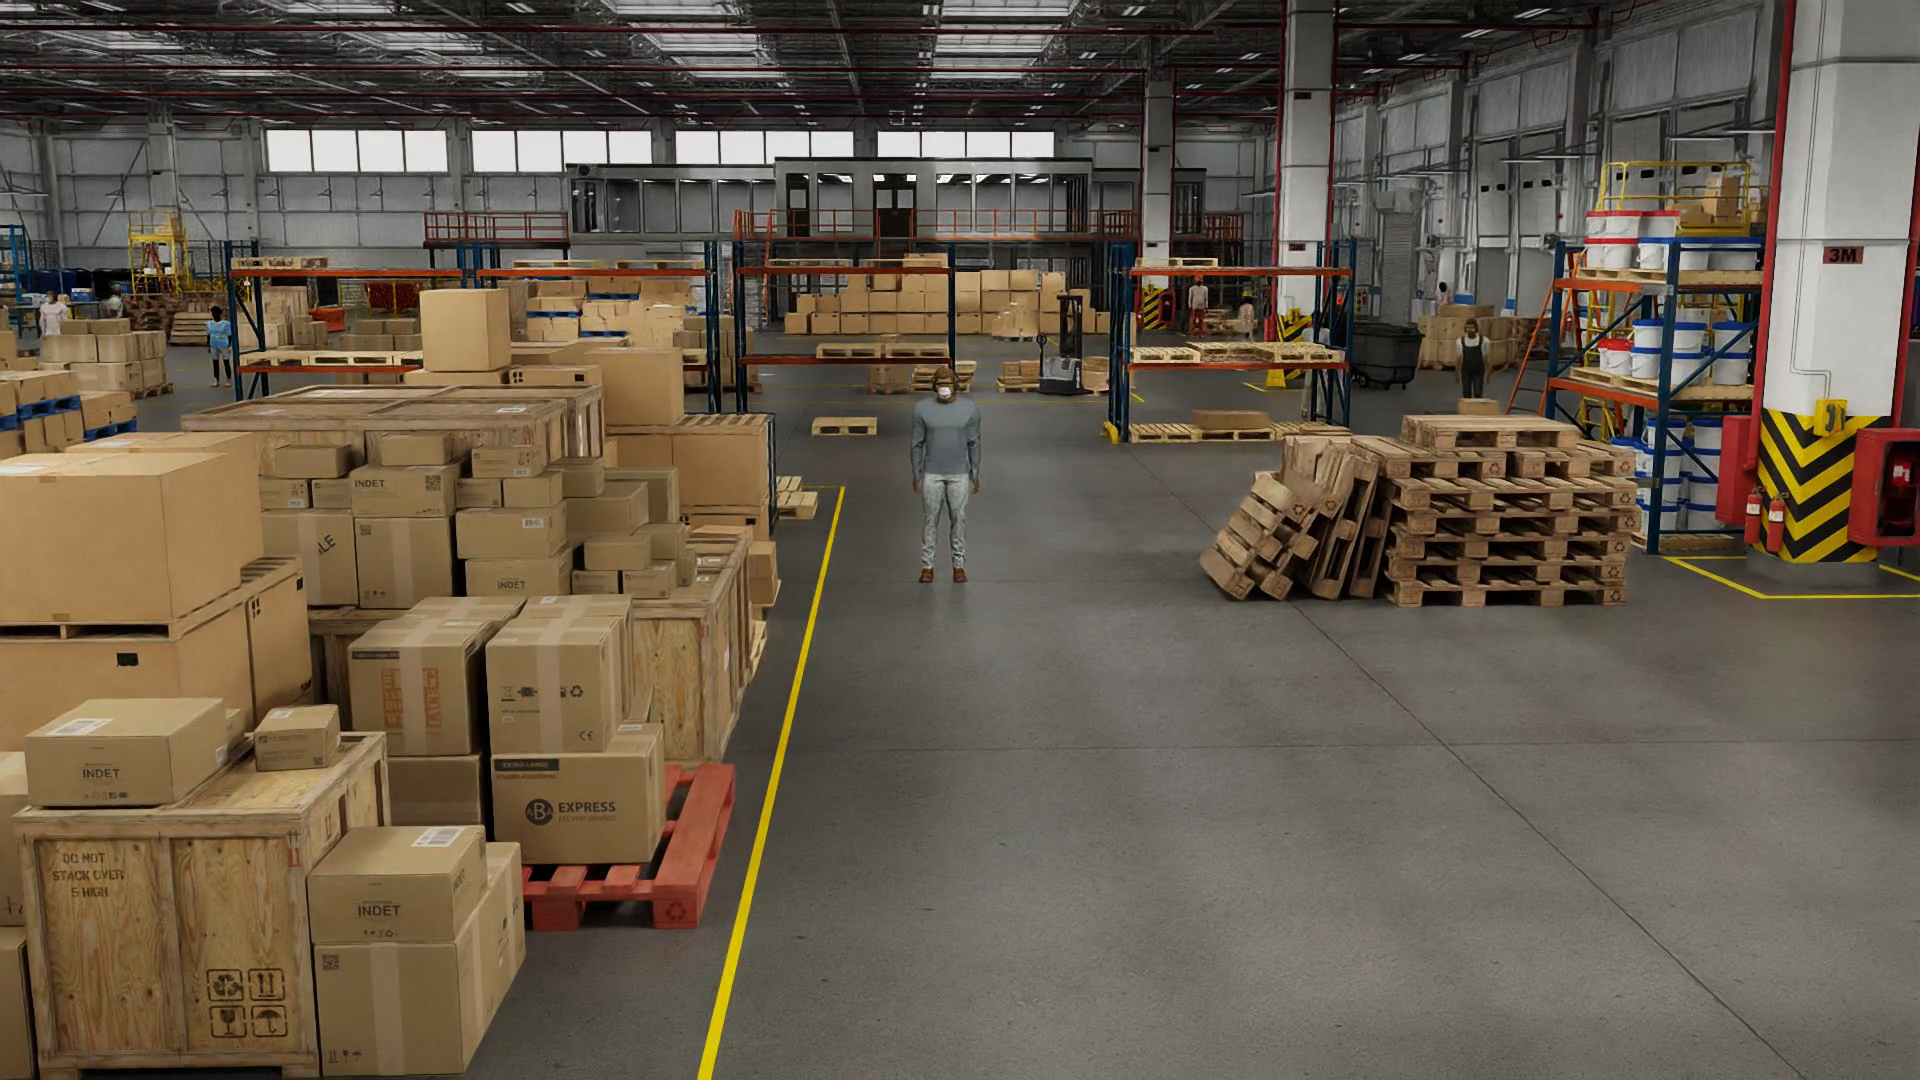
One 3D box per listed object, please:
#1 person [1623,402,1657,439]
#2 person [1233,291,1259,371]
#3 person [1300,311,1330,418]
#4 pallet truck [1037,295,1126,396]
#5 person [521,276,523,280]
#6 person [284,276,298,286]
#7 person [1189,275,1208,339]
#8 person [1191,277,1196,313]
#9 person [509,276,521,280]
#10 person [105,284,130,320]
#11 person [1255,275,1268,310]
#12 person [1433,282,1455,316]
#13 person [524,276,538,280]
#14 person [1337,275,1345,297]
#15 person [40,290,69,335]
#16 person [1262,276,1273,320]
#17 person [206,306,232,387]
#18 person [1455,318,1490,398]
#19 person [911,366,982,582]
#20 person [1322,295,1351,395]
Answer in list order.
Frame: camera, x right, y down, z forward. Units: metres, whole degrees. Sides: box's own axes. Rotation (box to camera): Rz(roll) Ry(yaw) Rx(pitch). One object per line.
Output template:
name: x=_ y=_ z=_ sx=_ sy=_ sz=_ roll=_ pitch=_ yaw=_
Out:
person: x=8.526 y=-1.547 z=20.768 sx=0.488 sy=1.743 sz=0.319 roll=0 pitch=10 yaw=0
person: x=6.796 y=-4.909 z=39.153 sx=0.853 sy=1.860 sz=0.671 roll=-4 pitch=11 yaw=-20
person: x=6.126 y=-3.027 z=28.661 sx=0.514 sy=1.871 sz=0.327 roll=0 pitch=10 yaw=0
pallet truck: x=2.483 y=-3.881 z=33.060 sx=1.885 sy=1.965 sz=0.823 roll=-7 pitch=13 yaw=-36
person: x=-21.568 y=-12.440 z=80.941 sx=0.590 sy=1.926 sz=0.388 roll=0 pitch=10 yaw=0
person: x=-28.481 y=-10.593 z=70.773 sx=0.576 sy=1.881 sz=0.354 roll=0 pitch=10 yaw=0
person: x=7.464 y=-7.291 z=52.064 sx=0.613 sy=1.994 sz=0.395 roll=0 pitch=10 yaw=0
person: x=8.736 y=-8.890 z=61.708 sx=0.499 sy=1.718 sz=0.557 roll=6 pitch=12 yaw=29
person: x=-19.875 y=-11.247 z=74.271 sx=0.548 sy=1.934 sz=0.376 roll=0 pitch=10 yaw=0
person: x=-20.925 y=-5.380 z=41.293 sx=0.555 sy=2.000 sz=0.708 roll=-7 pitch=12 yaw=-34
person: x=12.789 y=-10.470 z=70.210 sx=0.625 sy=1.840 sz=0.430 roll=0 pitch=10 yaw=0
person: x=14.848 y=-7.013 z=51.026 sx=0.643 sy=1.816 sz=0.443 roll=7 pitch=13 yaw=36
person: x=-15.810 y=-8.983 z=61.354 sx=0.610 sy=2.043 sz=0.397 roll=0 pitch=10 yaw=0
person: x=14.527 y=-9.405 z=64.011 sx=0.548 sy=1.934 sz=0.376 roll=0 pitch=10 yaw=0
person: x=-20.631 y=-4.726 z=37.944 sx=0.629 sy=1.936 sz=0.371 roll=0 pitch=10 yaw=0
person: x=12.044 y=-9.430 z=64.810 sx=0.537 sy=1.695 sz=0.321 roll=0 pitch=10 yaw=0
person: x=-15.469 y=-4.035 z=34.756 sx=0.537 sy=1.695 sz=0.321 roll=0 pitch=10 yaw=0
person: x=8.253 y=-2.668 z=26.812 sx=0.536 sy=1.812 sz=0.532 roll=4 pitch=11 yaw=23
person: x=-0.122 y=-0.579 z=14.833 sx=0.629 sy=1.939 sz=0.371 roll=0 pitch=10 yaw=0
person: x=7.455 y=-3.859 z=32.952 sx=0.613 sy=1.991 sz=0.392 roll=0 pitch=10 yaw=0
